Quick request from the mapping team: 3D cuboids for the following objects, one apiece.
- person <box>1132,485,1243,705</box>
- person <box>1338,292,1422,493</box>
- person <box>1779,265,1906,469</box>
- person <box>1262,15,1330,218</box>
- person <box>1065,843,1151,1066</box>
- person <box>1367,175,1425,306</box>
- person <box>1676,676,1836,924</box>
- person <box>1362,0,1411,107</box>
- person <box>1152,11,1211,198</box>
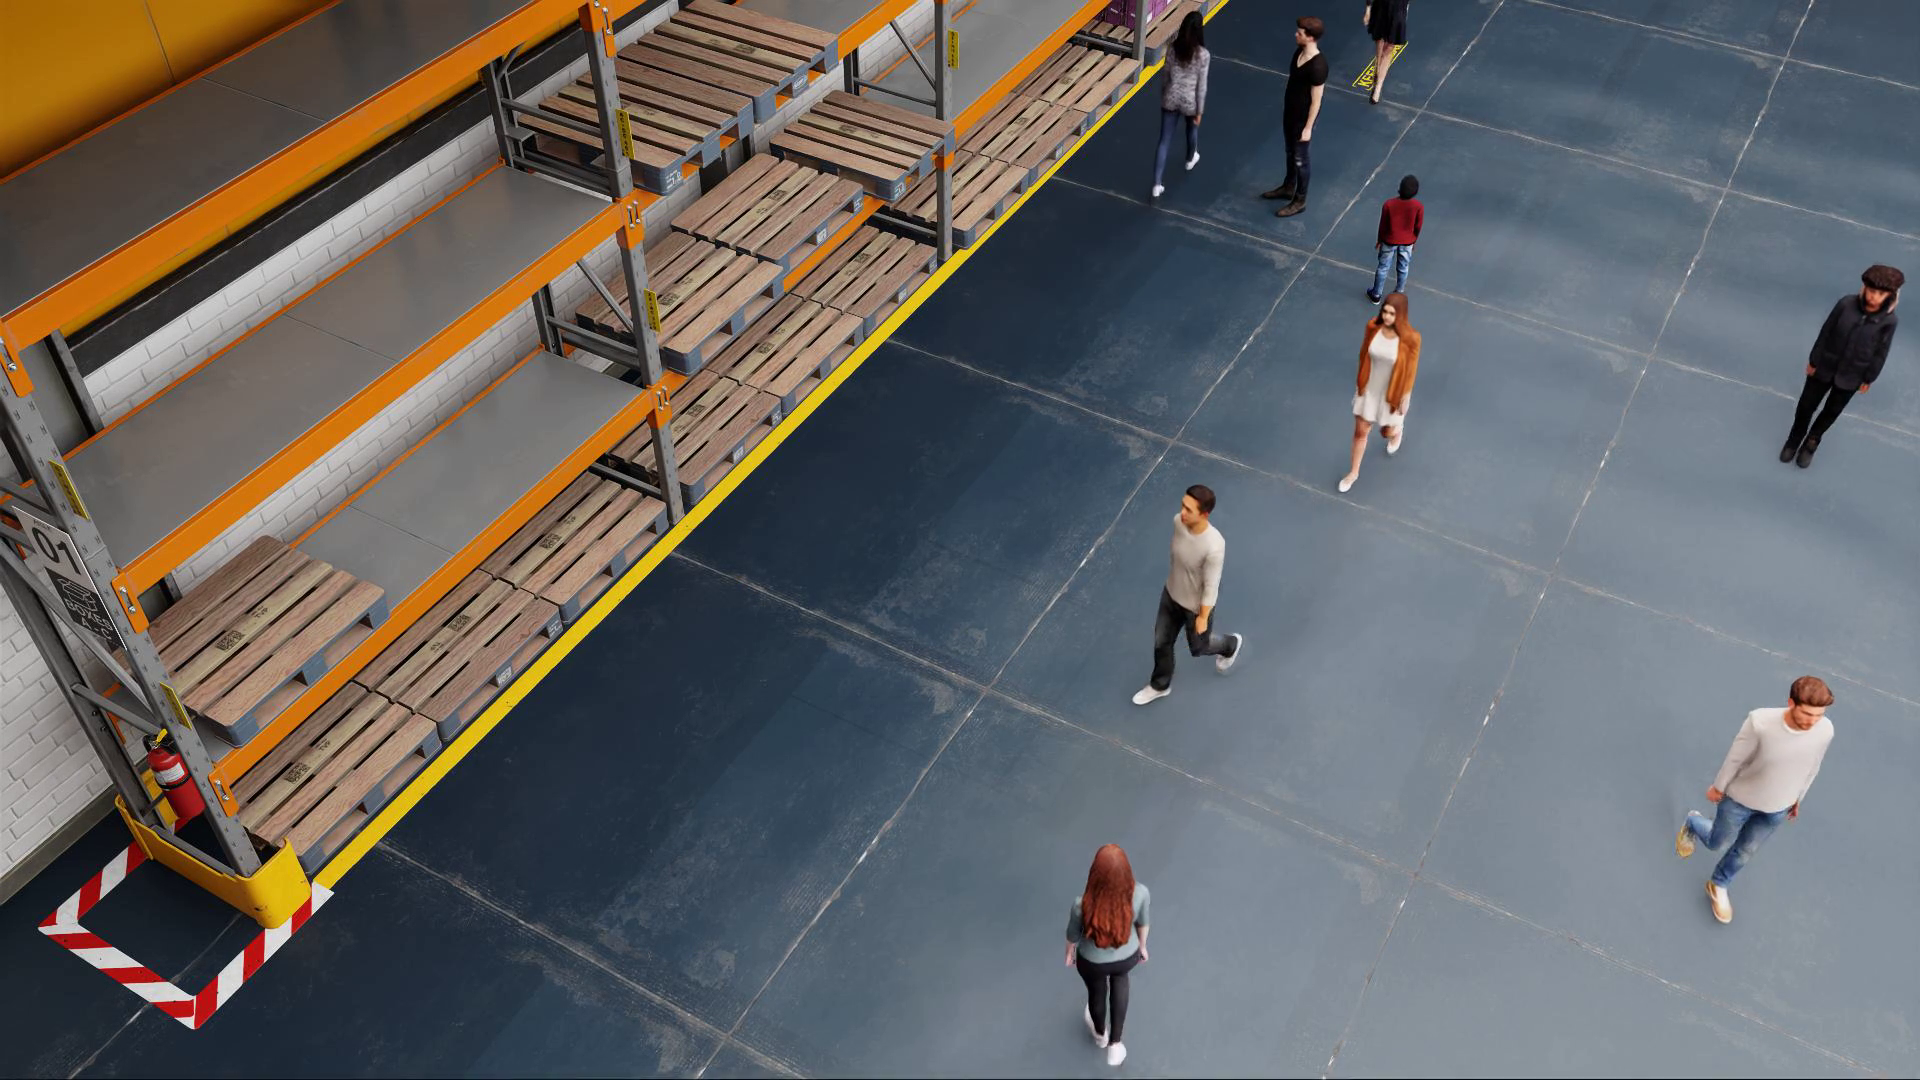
[{"bbox_3d":[1.556,0.340,10.654,1.161,1.789,0.949,-24,49,-23],"label":"person"},{"bbox_3d":[3.157,-1.154,12.284,0.656,1.704,0.976,26,49,25],"label":"person"},{"bbox_3d":[6.599,-1.343,12.433,0.629,1.771,0.554,21,47,21],"label":"person"},{"bbox_3d":[3.072,-3.816,14.940,0.802,1.896,0.729,-9,44,-9],"label":"person"},{"bbox_3d":[0.790,2.237,8.702,0.805,1.736,0.873,-5,44,-6],"label":"person"},{"bbox_3d":[3.707,-2.546,14.072,0.583,1.254,0.613,3,44,3],"label":"person"},{"bbox_3d":[4.540,1.376,9.494,0.868,1.891,1.001,3,44,4],"label":"person"},{"bbox_3d":[4.282,-5.299,16.635,0.834,1.704,1.247,10,45,10],"label":"person"},{"bbox_3d":[1.988,-3.948,15.231,0.691,1.685,1.191,19,47,19],"label":"person"}]
